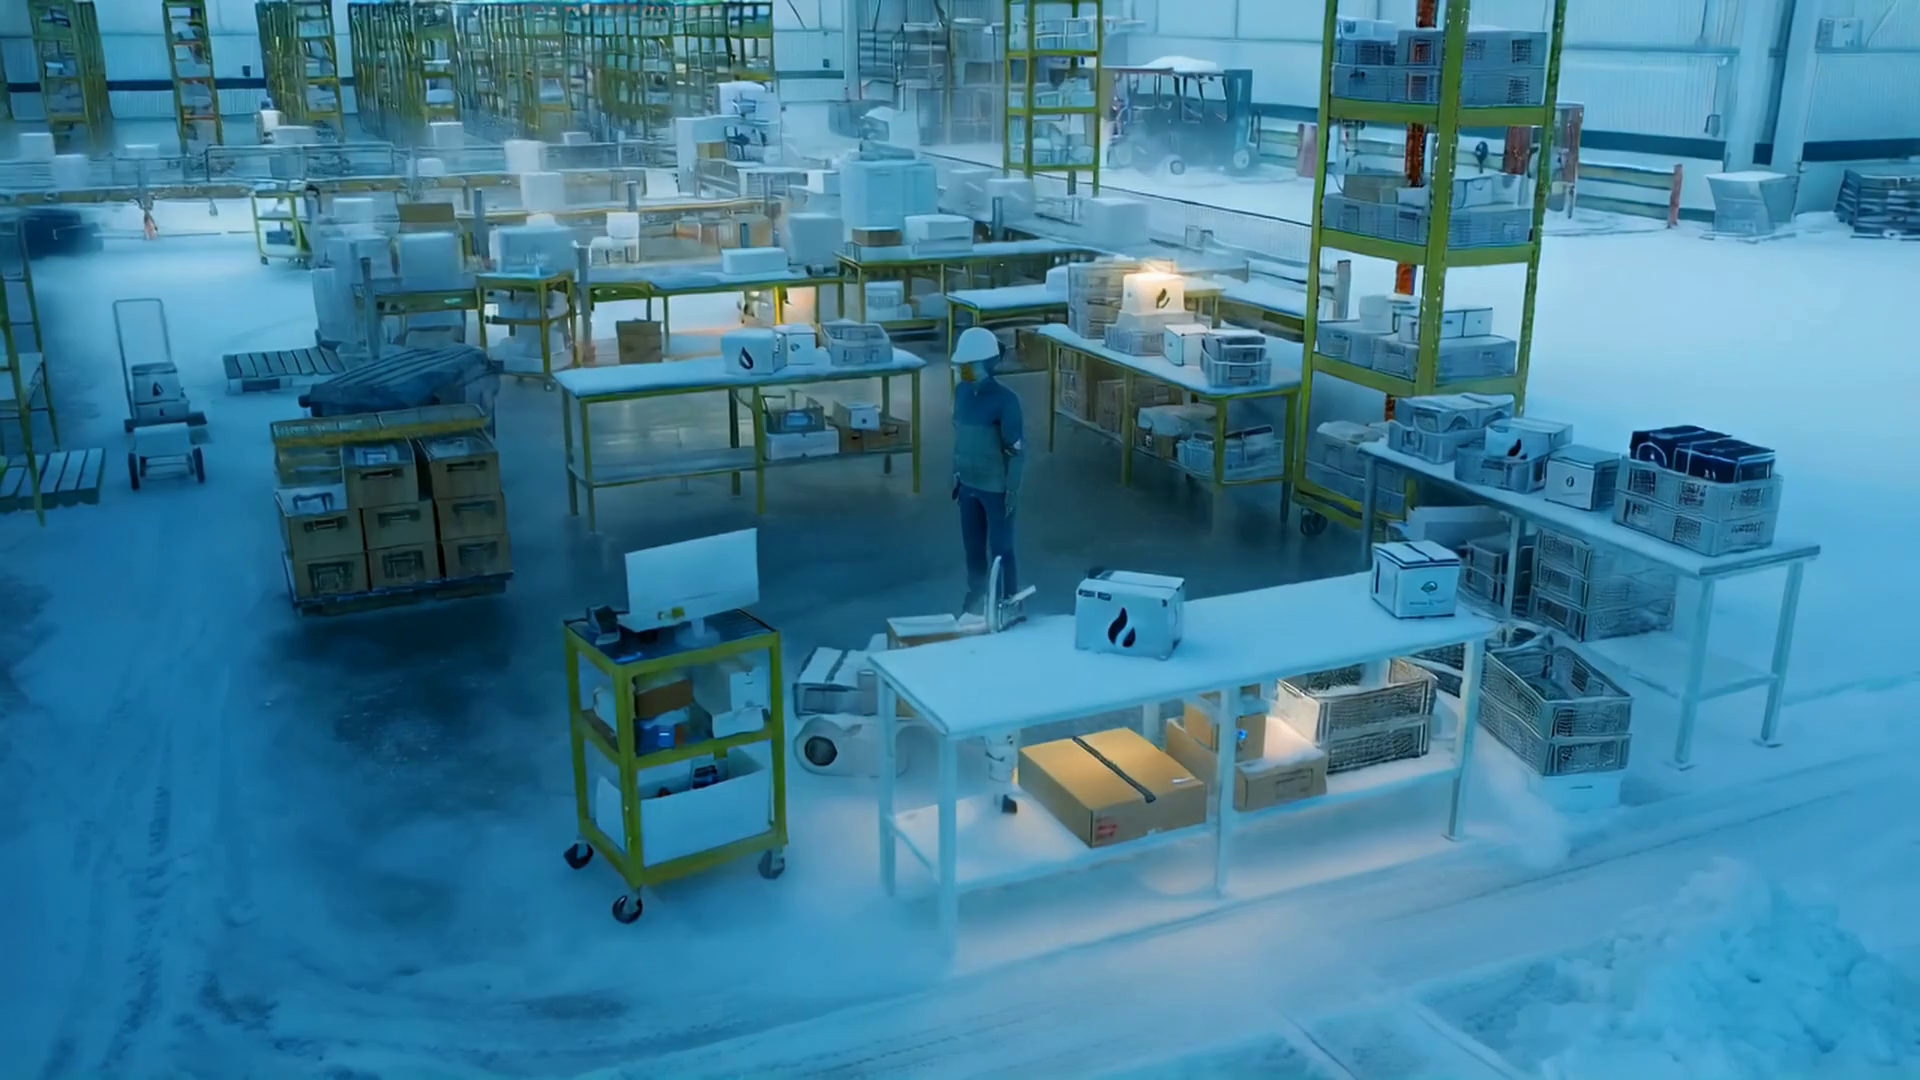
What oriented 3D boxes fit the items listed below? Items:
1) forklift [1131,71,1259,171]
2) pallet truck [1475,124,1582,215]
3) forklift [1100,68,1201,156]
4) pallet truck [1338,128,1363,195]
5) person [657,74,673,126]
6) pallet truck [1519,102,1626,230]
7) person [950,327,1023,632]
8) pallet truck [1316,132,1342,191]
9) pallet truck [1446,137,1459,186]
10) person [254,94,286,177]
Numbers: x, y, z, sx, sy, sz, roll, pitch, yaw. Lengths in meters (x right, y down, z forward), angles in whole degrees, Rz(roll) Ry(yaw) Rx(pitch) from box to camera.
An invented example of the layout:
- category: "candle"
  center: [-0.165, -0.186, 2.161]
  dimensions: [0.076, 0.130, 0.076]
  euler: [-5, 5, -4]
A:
- category: "forklift"
  center: [4.998, -8.936, 35.413]
  dimensions: [2.680, 1.987, 1.157]
  euler: [-9, 20, -25]
- category: "pallet truck"
  center: [9.707, -6.455, 28.103]
  dimensions: [1.885, 1.965, 0.823]
  euler: [-7, 19, -20]
- category: "forklift"
  center: [4.082, -9.564, 37.410]
  dimensions: [2.680, 1.987, 1.157]
  euler: [-8, 19, -23]
- category: "pallet truck"
  center: [7.845, -7.140, 31.411]
  dimensions: [1.522, 1.261, 0.704]
  euler: [-9, 20, -25]
- category: "person"
  center: [-8.328, -12.275, 46.730]
  dimensions: [0.815, 1.819, 0.575]
  euler: [-9, 20, -27]
- category: "pallet truck"
  center: [9.972, -6.037, 26.785]
  dimensions: [1.885, 1.965, 0.823]
  euler: [-9, 20, -25]
- category: "person"
  center: [0.120, -0.284, 9.048]
  dimensions: [0.333, 1.763, 0.527]
  euler: [-14, 22, -37]
- category: "pallet truck"
  center: [7.723, -7.504, 32.656]
  dimensions: [1.601, 1.201, 0.680]
  euler: [-8, 19, -23]
- category: "pallet truck"
  center: [9.184, -6.485, 29.328]
  dimensions: [1.630, 1.274, 0.653]
  euler: [-8, 19, -23]
- category: "person"
  center: [-13.432, -7.759, 32.476]
  dimensions: [0.589, 1.833, 0.404]
  euler: [-11, 21, -31]
